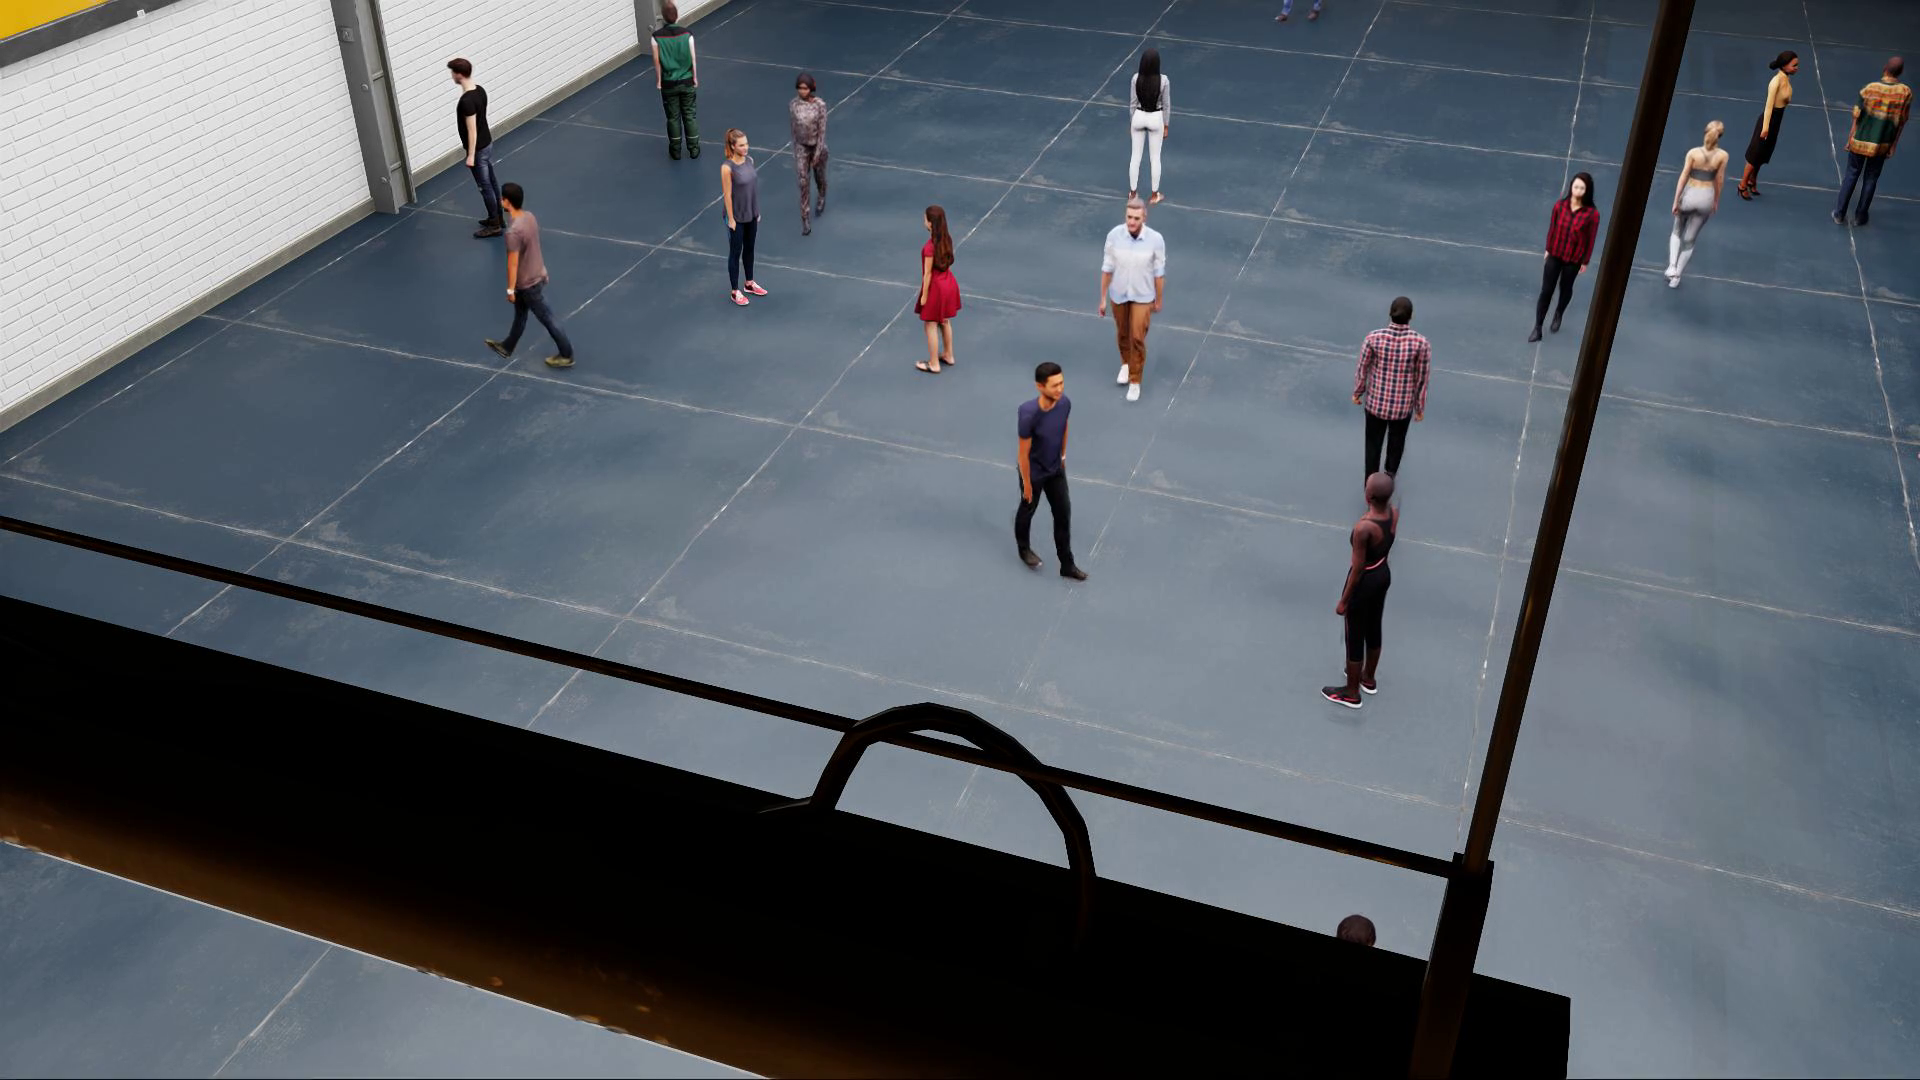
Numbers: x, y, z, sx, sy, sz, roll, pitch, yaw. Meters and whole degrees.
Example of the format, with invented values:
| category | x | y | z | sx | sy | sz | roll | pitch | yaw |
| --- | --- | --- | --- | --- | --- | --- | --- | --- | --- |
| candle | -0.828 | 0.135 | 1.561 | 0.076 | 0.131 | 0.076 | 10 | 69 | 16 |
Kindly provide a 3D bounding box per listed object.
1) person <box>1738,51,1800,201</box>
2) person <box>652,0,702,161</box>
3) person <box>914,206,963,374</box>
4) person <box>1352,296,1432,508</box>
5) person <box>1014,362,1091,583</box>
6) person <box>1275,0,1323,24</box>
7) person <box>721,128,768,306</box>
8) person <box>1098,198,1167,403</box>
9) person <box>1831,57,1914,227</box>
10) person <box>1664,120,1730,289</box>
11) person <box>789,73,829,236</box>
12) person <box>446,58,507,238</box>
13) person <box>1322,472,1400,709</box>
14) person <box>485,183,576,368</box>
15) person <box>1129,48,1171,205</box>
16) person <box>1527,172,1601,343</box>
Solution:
| category | x | y | z | sx | sy | sz | roll | pitch | yaw |
| --- | --- | --- | --- | --- | --- | --- | --- | --- | --- |
| person | 8.949 | -4.592 | 18.402 | 0.689 | 1.651 | 0.577 | 26 | 41 | 33 |
| person | -3.296 | -5.358 | 19.381 | 0.747 | 1.843 | 0.775 | -7 | 34 | -11 |
| person | -0.189 | -2.267 | 14.999 | 0.689 | 1.546 | 0.615 | 21 | 39 | 28 |
| person | 3.350 | -1.045 | 12.986 | 0.761 | 1.738 | 0.971 | 9 | 35 | 13 |
| person | 0.541 | -0.553 | 12.219 | 0.999 | 1.769 | 1.010 | -22 | 40 | -30 |
| person | 5.075 | -8.371 | 23.953 | 0.941 | 1.800 | 1.262 | 25 | 41 | 32 |
| person | -2.125 | -3.162 | 16.186 | 0.683 | 1.722 | 0.555 | 22 | 40 | 30 |
| person | 1.536 | -2.196 | 14.663 | 0.682 | 1.801 | 0.875 | 12 | 36 | 18 |
| person | 9.734 | -4.257 | 17.758 | 0.710 | 1.806 | 0.670 | 14 | 36 | 20 |
| person | 7.243 | -3.277 | 16.389 | 0.574 | 1.691 | 0.590 | 13 | 36 | 18 |
| person | -1.565 | -4.164 | 17.745 | 0.803 | 1.667 | 1.271 | 3 | 34 | 5 |
| person | -5.057 | -4.134 | 17.494 | 0.807 | 1.893 | 0.640 | 0 | 34 | 0 |
| person | 2.675 | 0.319 | 10.917 | 0.613 | 1.759 | 0.724 | -28 | 43 | -35 |
| person | -3.754 | -2.322 | 14.912 | 0.933 | 1.734 | 1.099 | 2 | 34 | 3 |
| person | 2.068 | -4.556 | 18.282 | 0.599 | 1.725 | 0.537 | 9 | 35 | 13 |
| person | 5.686 | -2.677 | 15.544 | 0.710 | 1.626 | 0.980 | 19 | 38 | 26 |
